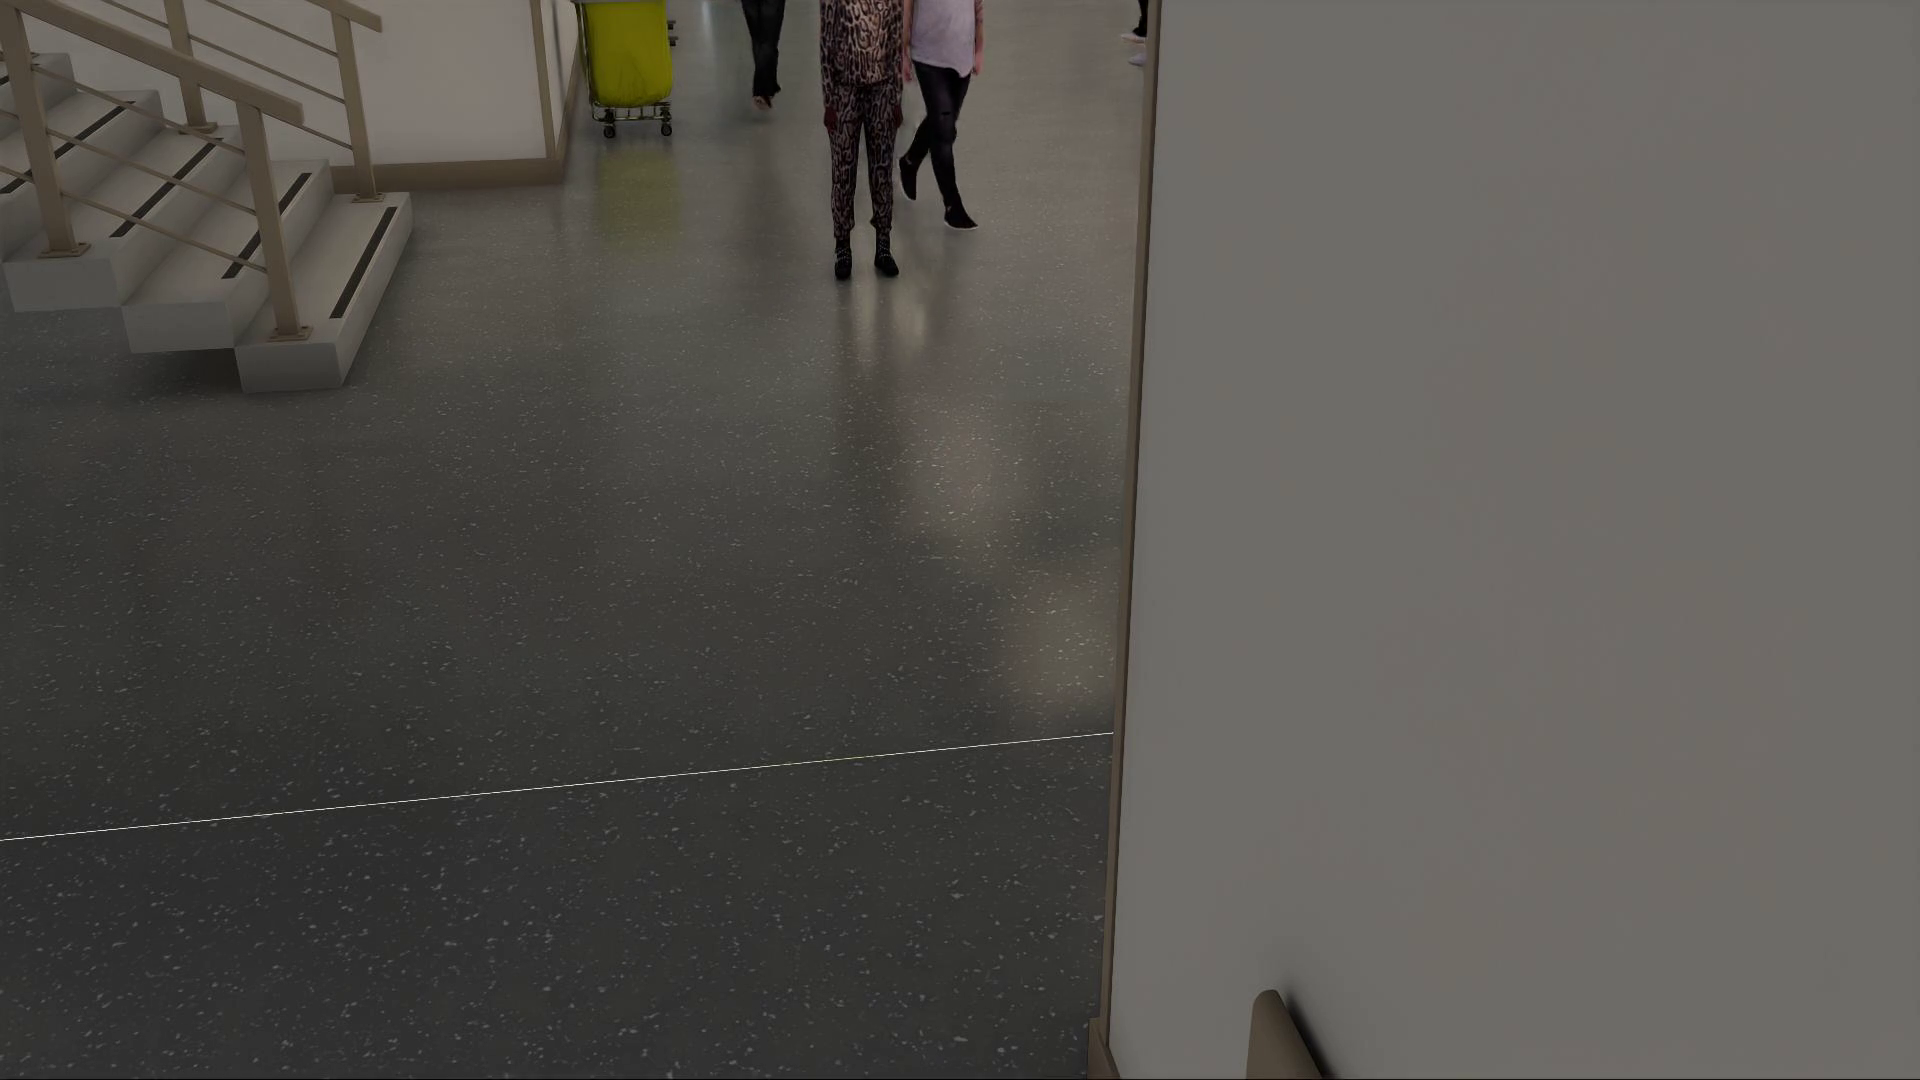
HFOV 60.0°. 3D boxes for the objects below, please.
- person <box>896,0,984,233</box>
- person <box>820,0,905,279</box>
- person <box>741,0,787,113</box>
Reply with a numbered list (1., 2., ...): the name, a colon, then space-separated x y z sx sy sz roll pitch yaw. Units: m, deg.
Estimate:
1. person: -0.145 -2.646 9.112 1.256 1.794 1.077 -17 30 -31
2. person: -0.477 -2.159 8.196 0.495 1.714 0.624 -5 26 -10
3. person: -1.413 -3.929 11.804 1.177 1.768 0.948 3 26 6
